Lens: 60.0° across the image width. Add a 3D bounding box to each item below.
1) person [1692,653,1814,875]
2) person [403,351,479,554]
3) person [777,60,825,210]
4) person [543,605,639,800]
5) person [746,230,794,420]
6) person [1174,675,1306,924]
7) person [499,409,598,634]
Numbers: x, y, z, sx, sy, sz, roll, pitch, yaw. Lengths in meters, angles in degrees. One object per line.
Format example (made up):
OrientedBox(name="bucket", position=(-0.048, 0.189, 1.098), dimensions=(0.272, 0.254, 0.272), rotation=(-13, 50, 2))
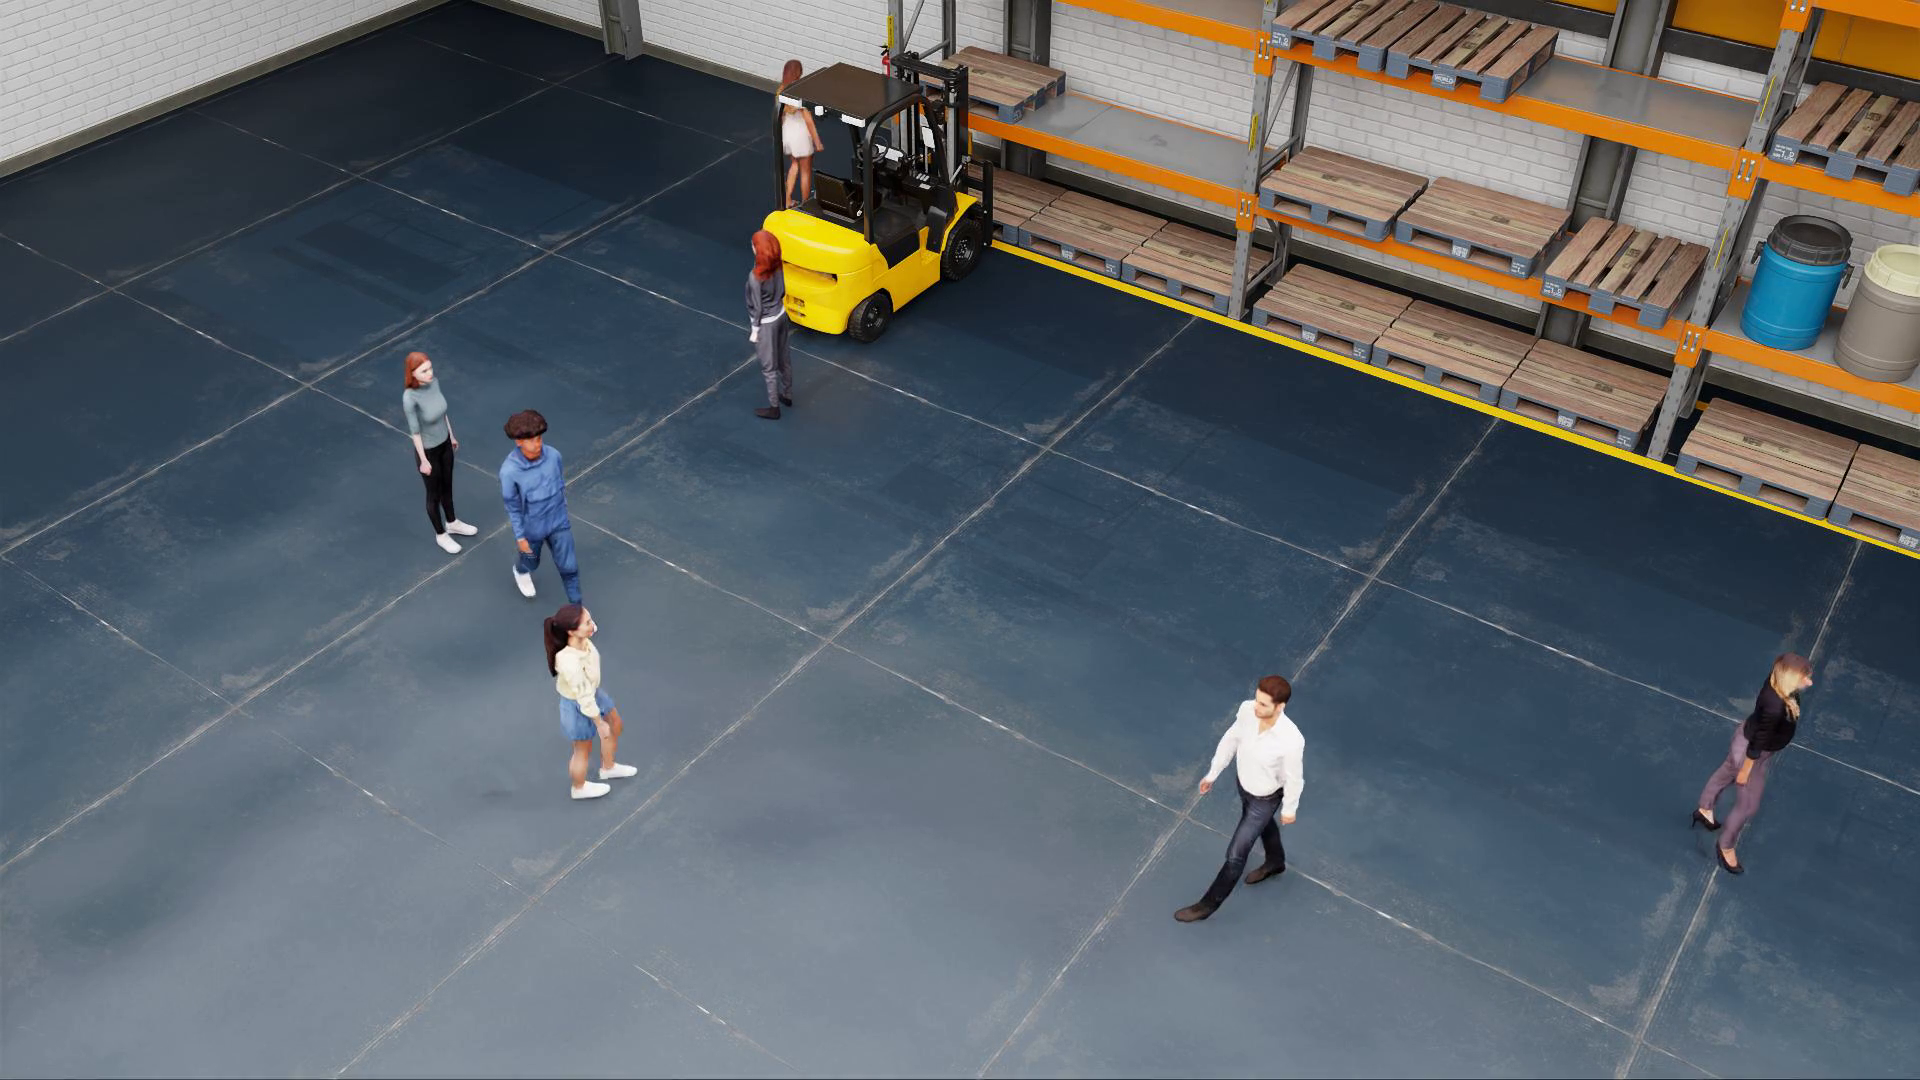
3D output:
OrientedBox(name="person", position=(4.857, 1.299, 10.305), dimensions=(0.639, 1.664, 0.683), rotation=(11, 40, 13))
OrientedBox(name="person", position=(-4.022, -0.695, 12.738), dimensions=(0.605, 1.742, 0.640), rotation=(13, 40, 16))
OrientedBox(name="person", position=(-1.696, -4.076, 17.016), dimensions=(0.611, 1.687, 0.701), rotation=(32, 48, 33))
OrientedBox(name="person", position=(-2.492, 1.068, 10.632), dimensions=(0.850, 1.616, 0.793), rotation=(-4, 39, -5))
OrientedBox(name="person", position=(-1.618, -1.842, 14.144), dimensions=(0.527, 1.780, 0.596), rotation=(19, 42, 22))
OrientedBox(name="person", position=(1.855, 1.469, 9.956), dimensions=(1.062, 1.832, 1.177), rotation=(-18, 42, -22))
OrientedBox(name="person", position=(-3.090, -0.171, 12.052), dimensions=(0.895, 1.780, 1.213), rotation=(-25, 45, -28))
